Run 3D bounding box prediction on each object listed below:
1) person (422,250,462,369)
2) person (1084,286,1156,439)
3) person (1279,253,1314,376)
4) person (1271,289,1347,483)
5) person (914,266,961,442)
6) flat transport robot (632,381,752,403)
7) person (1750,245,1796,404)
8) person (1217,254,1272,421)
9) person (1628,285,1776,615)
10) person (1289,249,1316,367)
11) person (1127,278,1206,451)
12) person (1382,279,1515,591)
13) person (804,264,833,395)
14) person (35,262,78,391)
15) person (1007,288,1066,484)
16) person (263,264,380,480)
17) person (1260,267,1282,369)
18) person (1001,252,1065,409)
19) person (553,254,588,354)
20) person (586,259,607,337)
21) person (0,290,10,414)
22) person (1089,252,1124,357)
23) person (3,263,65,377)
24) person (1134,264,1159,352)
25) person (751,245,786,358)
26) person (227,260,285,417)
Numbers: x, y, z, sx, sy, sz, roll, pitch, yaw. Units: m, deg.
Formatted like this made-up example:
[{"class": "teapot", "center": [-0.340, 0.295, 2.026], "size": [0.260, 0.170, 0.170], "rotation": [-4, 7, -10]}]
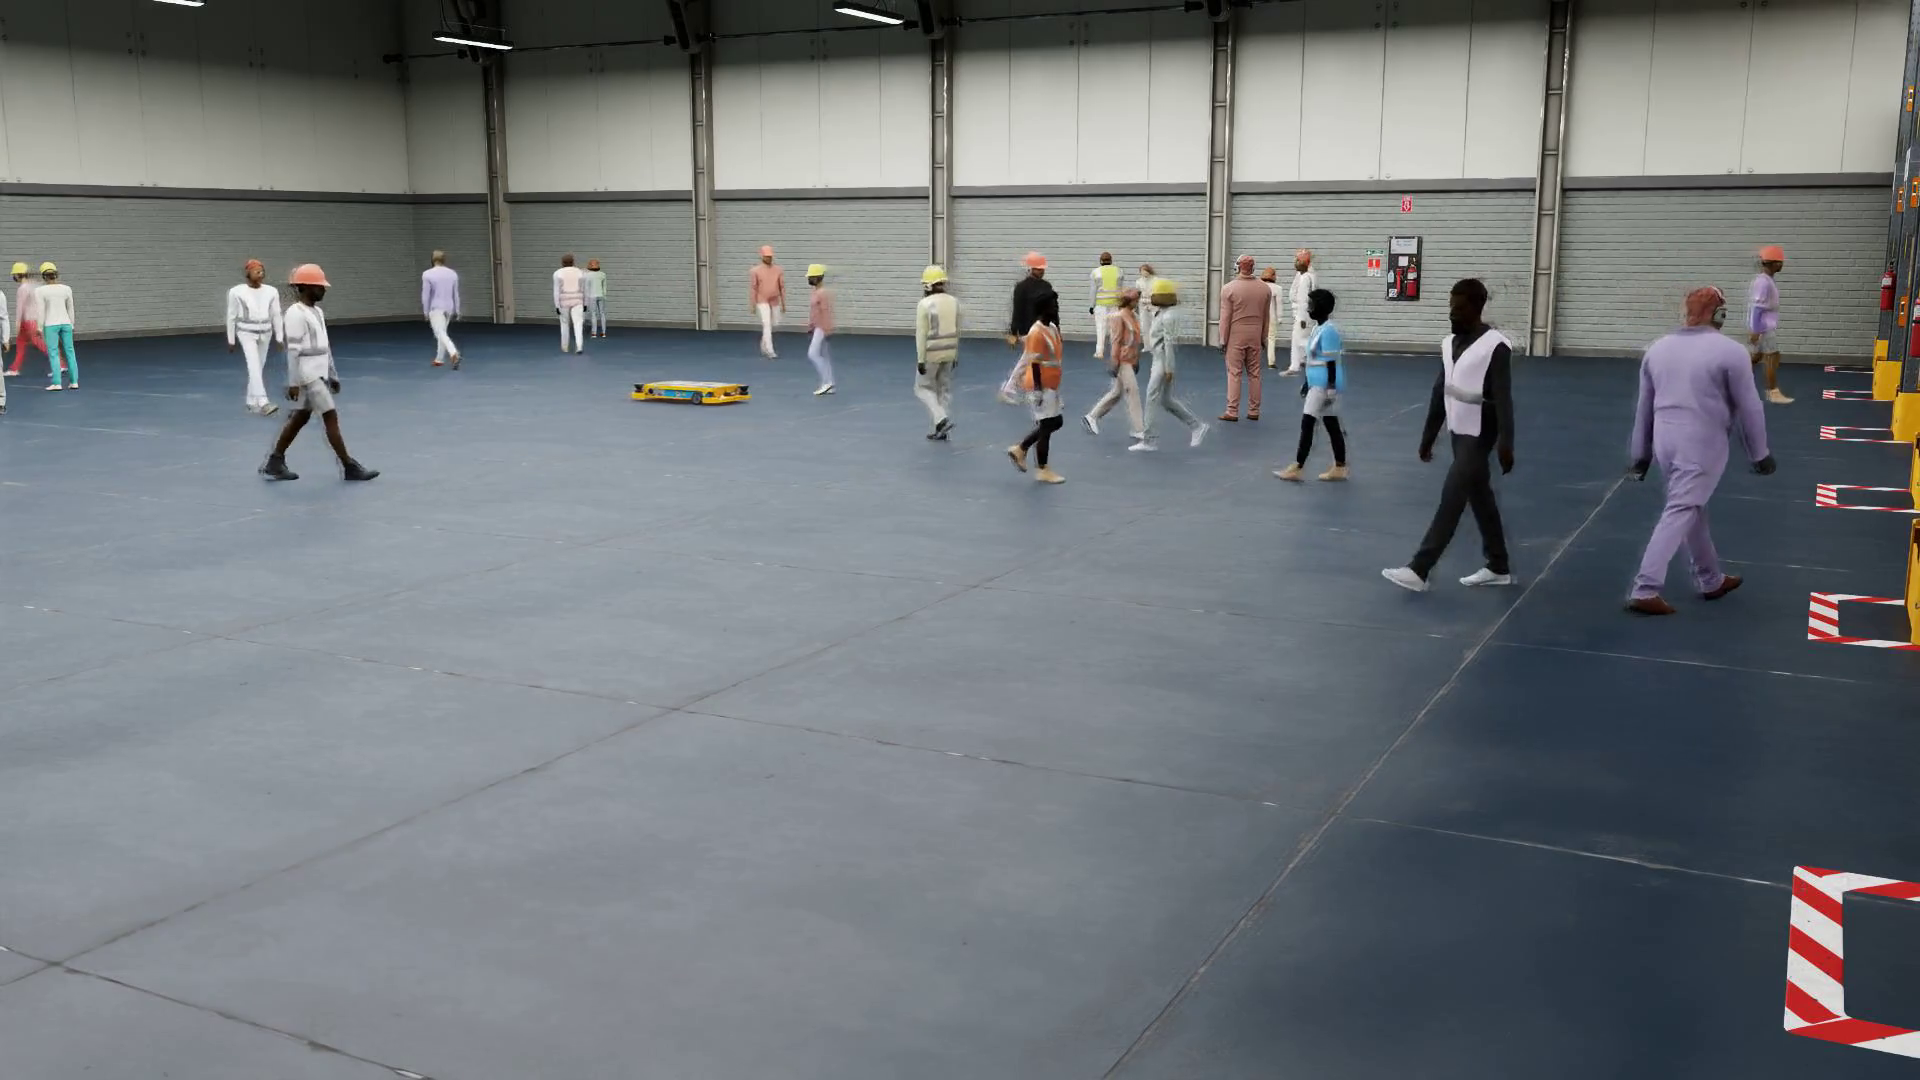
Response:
[{"class": "person", "center": [-8.248, -3.676, 26.564], "size": [0.904, 1.910, 0.635], "rotation": [8, 13, 37]}, {"class": "person", "center": [1.688, -1.875, 17.575], "size": [0.806, 1.608, 0.522], "rotation": [5, 11, 24]}, {"class": "person", "center": [5.227, -3.374, 25.023], "size": [0.712, 1.864, 0.583], "rotation": [3, 11, 16]}, {"class": "person", "center": [3.017, -1.320, 14.327], "size": [0.767, 1.663, 0.551], "rotation": [1, 10, 6]}, {"class": "person", "center": [-0.231, -1.896, 17.082], "size": [0.604, 1.822, 0.448], "rotation": [-10, 14, -43]}, {"class": "flat transport robot", "center": [-3.453, -1.910, 21.375], "size": [1.431, 0.197, 0.652], "rotation": [5, 12, 28]}, {"class": "person", "center": [10.143, -2.735, 21.137], "size": [0.952, 2.014, 0.616], "rotation": [6, 12, 30]}, {"class": "person", "center": [3.246, -2.315, 19.122], "size": [0.643, 1.909, 0.410], "rotation": [-4, 11, -20]}, {"class": "person", "center": [4.186, -0.508, 9.445], "size": [1.034, 1.847, 0.649], "rotation": [-5, 11, -23]}, {"class": "person", "center": [5.558, -3.772, 27.071], "size": [0.407, 1.908, 0.642], "rotation": [3, 11, 15]}, {"class": "person", "center": [2.072, -1.736, 16.477], "size": [0.741, 1.720, 0.489], "rotation": [0, 10, -2]}, {"class": "person", "center": [2.944, -0.613, 9.948], "size": [0.989, 1.860, 0.628], "rotation": [-2, 11, -13]}, {"class": "person", "center": [-1.877, -2.799, 22.201], "size": [0.415, 1.754, 0.542], "rotation": [-3, 11, -15]}, {"class": "person", "center": [-12.458, -2.935, 22.909], "size": [0.327, 1.761, 0.522], "rotation": [7, 12, 32]}, {"class": "person", "center": [0.678, -1.326, 14.338], "size": [0.478, 1.679, 0.543], "rotation": [4, 11, 19]}, {"class": "person", "center": [-5.635, -1.442, 14.429], "size": [1.015, 1.888, 0.561], "rotation": [-1, 10, -3]}, {"class": "person", "center": [4.892, -3.539, 26.572], "size": [0.512, 1.626, 0.282], "rotation": [5, 11, 25]}, {"class": "person", "center": [0.895, -2.604, 20.658], "size": [1.038, 1.935, 0.703], "rotation": [10, 14, 43]}, {"class": "person", "center": [-7.044, -4.273, 30.137], "size": [0.630, 1.799, 0.972], "rotation": [-4, 11, -21]}, {"class": "person", "center": [-7.641, -5.071, 34.897], "size": [0.499, 1.633, 0.286], "rotation": [-9, 14, -41]}, {"class": "person", "center": [-11.619, -2.391, 19.745], "size": [0.601, 1.827, 0.403], "rotation": [-4, 11, -19]}, {"class": "person", "center": [2.556, -4.107, 29.096], "size": [0.619, 1.837, 0.430], "rotation": [-3, 11, -14]}, {"class": "person", "center": [-14.030, -3.309, 25.060], "size": [0.918, 1.720, 0.541], "rotation": [-3, 11, -18]}, {"class": "person", "center": [3.494, -4.213, 30.262], "size": [0.685, 1.613, 0.334], "rotation": [4, 11, 20]}, {"class": "person", "center": [-3.377, -4.182, 29.132], "size": [0.622, 1.968, 0.802], "rotation": [-6, 12, -28]}, {"class": "person", "center": [-8.282, -2.371, 19.633], "size": [0.988, 1.823, 0.576], "rotation": [10, 14, 42]}]
